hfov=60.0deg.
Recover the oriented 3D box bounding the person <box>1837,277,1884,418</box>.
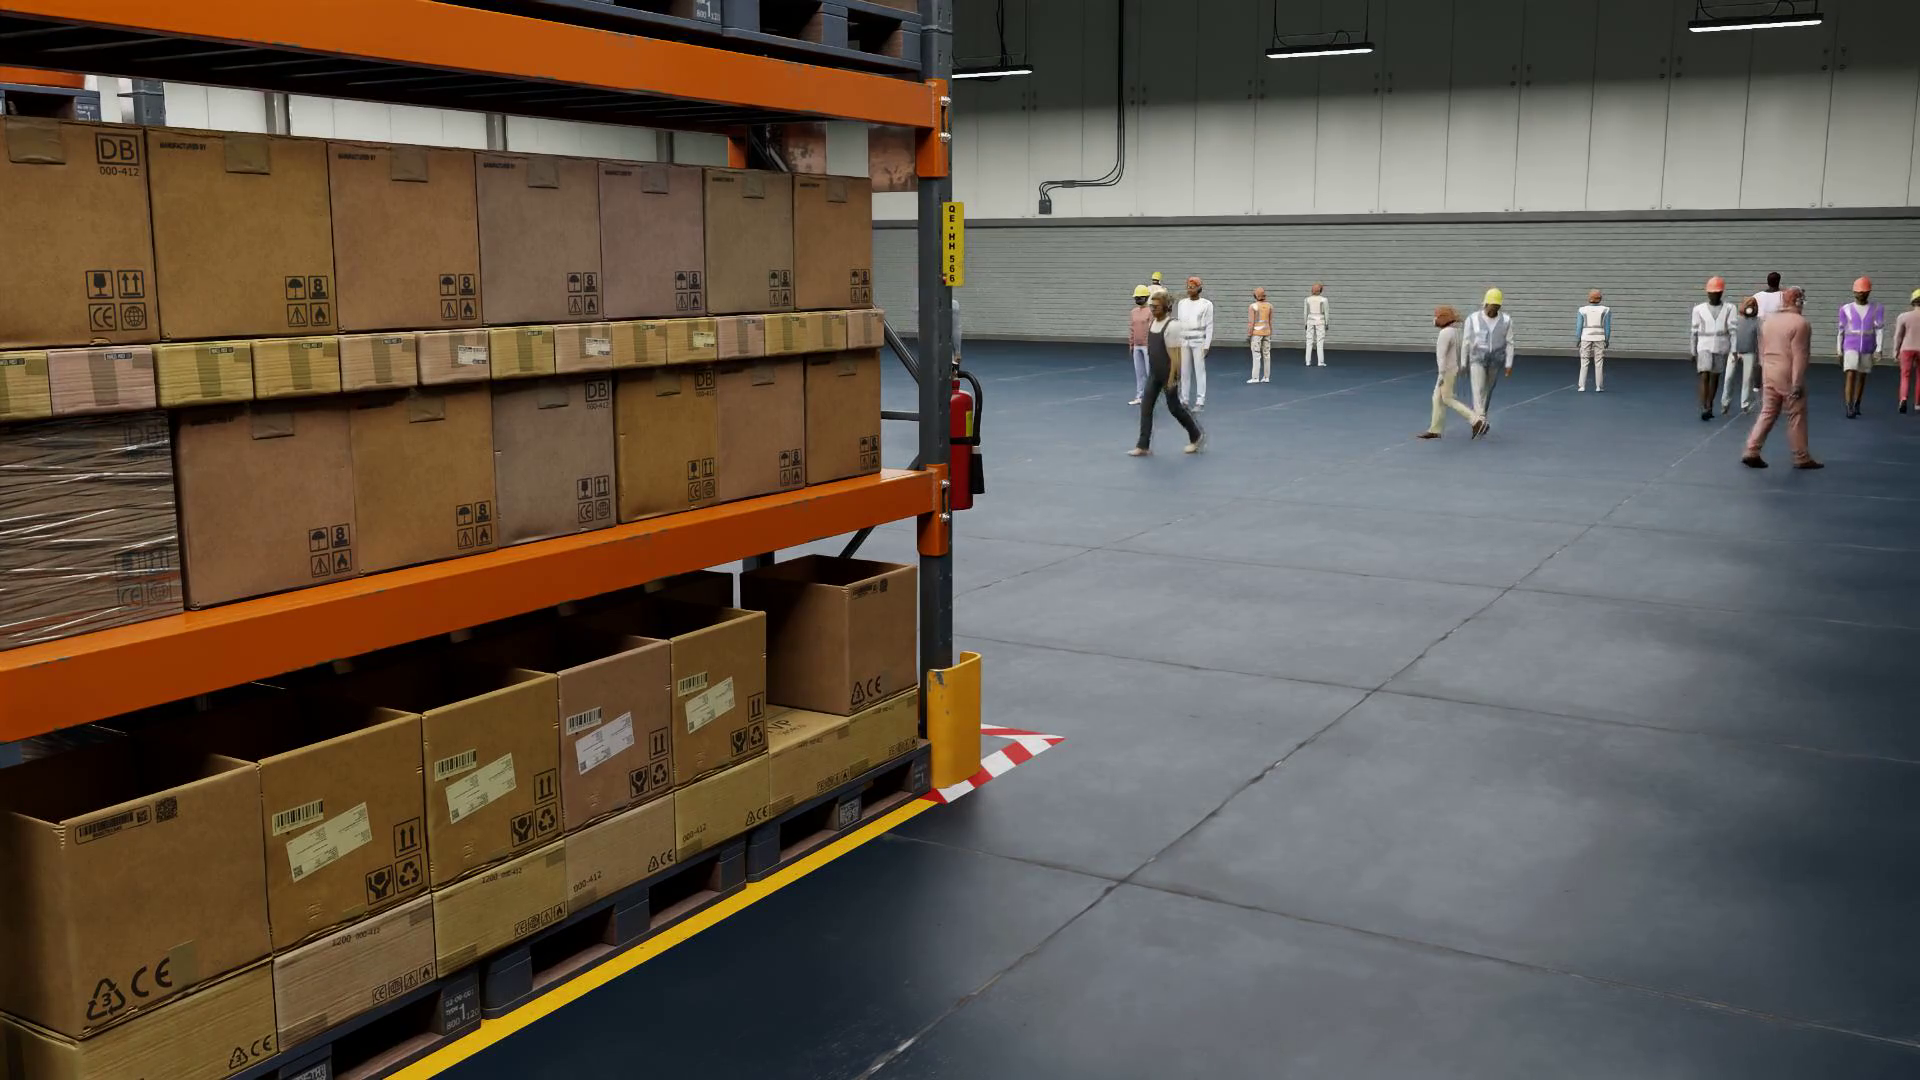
[{"bbox_3d":[12.203,-2.613,22.580,0.544,1.896,0.985,4,10,20],"label":"person"}]

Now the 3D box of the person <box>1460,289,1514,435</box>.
[{"bbox_3d":[6.480,-2.185,20.412,0.602,1.765,0.968,1,10,4],"label":"person"}]

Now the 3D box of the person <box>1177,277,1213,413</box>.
[{"bbox_3d":[3.248,-2.718,23.220,0.576,1.882,0.355,8,12,37],"label":"person"}]

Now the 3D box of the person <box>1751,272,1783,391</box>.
[{"bbox_3d":[12.991,-3.328,26.677,0.592,1.922,0.392,7,12,37],"label":"person"}]

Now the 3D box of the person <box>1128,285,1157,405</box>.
[{"bbox_3d":[2.654,-2.828,24.228,0.346,1.756,0.518,-8,12,-38],"label":"person"}]

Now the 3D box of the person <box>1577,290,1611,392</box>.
[{"bbox_3d":[10.131,-3.177,26.619,0.510,1.639,0.308,4,10,21],"label":"person"}]

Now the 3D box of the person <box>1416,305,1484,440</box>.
[{"bbox_3d":[5.820,-1.972,19.648,0.724,1.604,0.509,4,10,21],"label":"person"}]

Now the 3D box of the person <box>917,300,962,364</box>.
[{"bbox_3d":[-0.252,-2.410,21.246,0.627,1.940,0.371,6,11,30],"label":"person"}]

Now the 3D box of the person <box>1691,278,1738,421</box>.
[{"bbox_3d":[10.021,-2.531,22.113,0.569,1.885,0.985,3,10,17],"label":"person"}]

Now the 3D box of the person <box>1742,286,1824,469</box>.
[{"bbox_3d":[8.456,-1.655,17.020,0.817,1.878,0.662,-2,10,-13],"label":"person"}]

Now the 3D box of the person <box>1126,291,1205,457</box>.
[{"bbox_3d":[2.281,-1.814,18.178,0.929,1.809,0.516,-6,11,-31],"label":"person"}]

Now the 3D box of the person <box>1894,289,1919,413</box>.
[{"bbox_3d":[13.323,-2.635,23.197,0.530,1.739,0.820,6,11,30],"label":"person"}]

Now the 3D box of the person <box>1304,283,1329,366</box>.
[{"bbox_3d":[7.042,-4.249,32.875,0.514,1.645,0.308,6,11,31],"label":"person"}]

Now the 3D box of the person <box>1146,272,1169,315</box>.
[{"bbox_3d":[4.286,-4.944,36.393,0.600,1.829,0.404,4,10,22],"label":"person"}]

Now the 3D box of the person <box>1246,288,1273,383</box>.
[{"bbox_3d":[5.139,-3.497,28.494,0.512,1.638,0.312,-5,11,-29],"label":"person"}]

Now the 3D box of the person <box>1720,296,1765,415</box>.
[{"bbox_3d":[10.781,-2.536,22.896,0.547,1.625,0.339,4,11,23],"label":"person"}]

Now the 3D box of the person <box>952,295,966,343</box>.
[{"bbox_3d":[-0.273,-5.723,40.792,0.784,1.879,0.677,-4,10,-21],"label":"person"}]
